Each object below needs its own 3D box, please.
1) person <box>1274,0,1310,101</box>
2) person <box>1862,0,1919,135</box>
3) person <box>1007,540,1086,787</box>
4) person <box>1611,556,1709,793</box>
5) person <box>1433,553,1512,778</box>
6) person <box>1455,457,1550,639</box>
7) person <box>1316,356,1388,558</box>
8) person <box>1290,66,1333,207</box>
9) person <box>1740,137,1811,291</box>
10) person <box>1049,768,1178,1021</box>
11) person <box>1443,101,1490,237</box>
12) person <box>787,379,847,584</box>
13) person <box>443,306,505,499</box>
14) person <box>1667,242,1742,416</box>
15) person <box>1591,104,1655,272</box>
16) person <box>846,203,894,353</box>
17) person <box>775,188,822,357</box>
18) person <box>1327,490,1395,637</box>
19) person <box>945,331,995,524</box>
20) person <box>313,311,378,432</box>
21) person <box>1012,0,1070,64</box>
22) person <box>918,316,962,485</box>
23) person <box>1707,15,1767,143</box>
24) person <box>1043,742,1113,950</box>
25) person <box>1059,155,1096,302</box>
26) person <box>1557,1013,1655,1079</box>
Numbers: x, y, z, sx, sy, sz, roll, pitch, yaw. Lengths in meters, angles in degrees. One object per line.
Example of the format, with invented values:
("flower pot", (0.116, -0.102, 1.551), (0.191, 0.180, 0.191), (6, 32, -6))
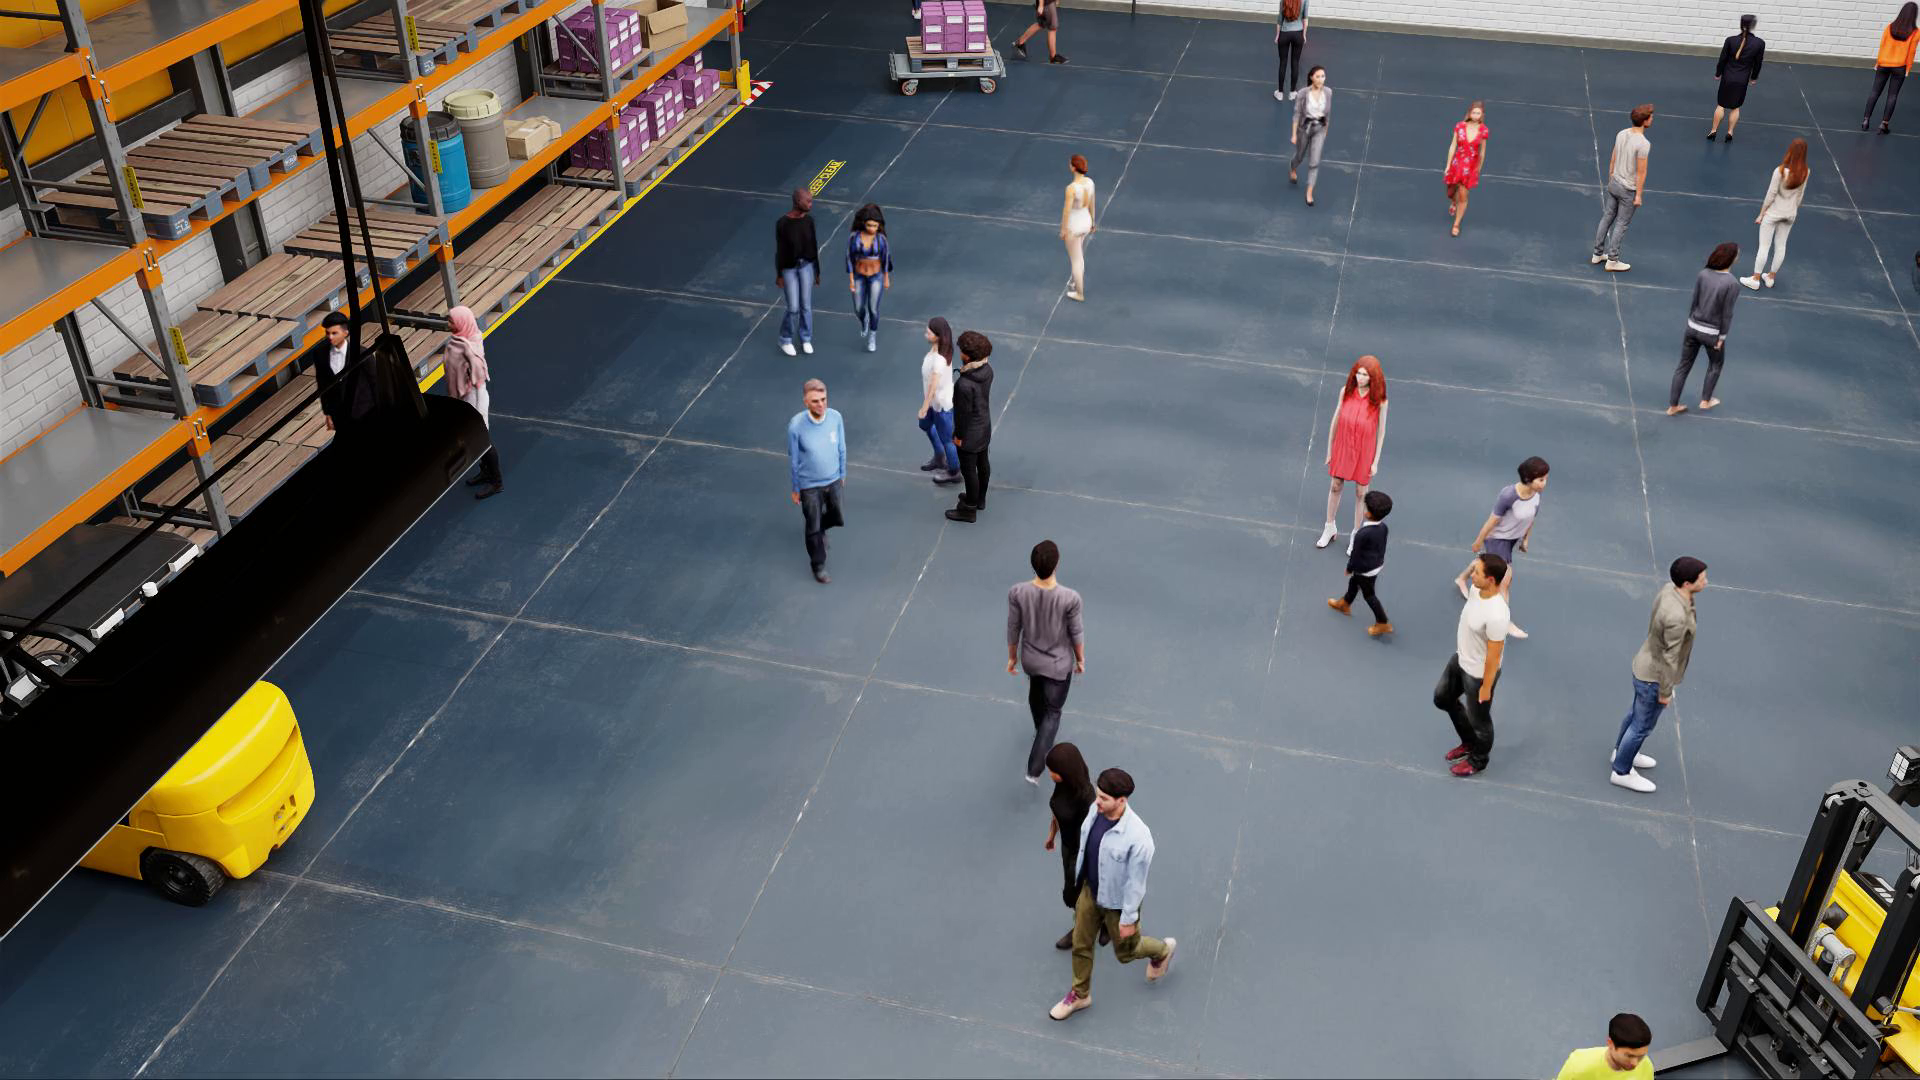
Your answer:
("person", (4.668, -7.095, 23.469), (0.612, 1.742, 0.561), (4, 34, 6))
("person", (12.520, -6.343, 22.330), (0.726, 1.749, 0.709), (-27, 42, -34))
("person", (0.575, 0.861, 11.427), (0.775, 1.822, 1.166), (13, 36, 19))
("person", (4.743, 0.891, 11.345), (0.762, 1.863, 0.522), (11, 35, 15))
("person", (3.641, 0.855, 11.468), (0.906, 1.787, 0.751), (-7, 34, -10))
("person", (4.208, -0.040, 13.069), (1.055, 1.505, 1.075), (-19, 38, -26))
("person", (3.268, -0.709, 13.784), (0.643, 1.828, 0.595), (18, 38, 25))
("person", (4.269, -5.001, 20.401), (0.847, 1.650, 1.142), (-2, 34, -3))
("person", (8.969, -3.565, 18.182), (0.670, 1.715, 0.675), (-4, 34, -7))
("person", (0.952, 2.048, 9.673), (1.204, 1.788, 1.098), (-21, 39, -28))
("person", (5.949, -4.409, 19.573), (0.625, 1.582, 0.814), (12, 36, 18))
("person", (-1.187, -0.539, 13.551), (0.921, 1.802, 0.993), (-14, 36, -21))
("person", (-4.262, -1.223, 14.578), (0.794, 1.804, 0.736), (-18, 38, -25))
("person", (7.002, -1.961, 15.737), (0.931, 1.752, 0.843), (-25, 41, -33))
("person", (7.433, -3.953, 18.602), (0.809, 1.896, 0.705), (-12, 36, -18))
("person", (-0.936, -2.694, 16.969), (0.701, 1.609, 0.748), (3, 34, 4))
("person", (-1.667, -2.763, 16.970), (0.740, 1.721, 0.812), (-15, 36, -21))
("person", (3.230, 0.198, 12.980), (0.842, 1.207, 0.875), (29, 43, 36))
("person", (0.114, -0.977, 14.229), (0.727, 1.781, 0.607), (16, 37, 22))
("person", (-5.219, -1.118, 14.349), (0.738, 1.884, 0.620), (2, 34, 3))
("person", (1.191, -8.061, 24.837), (0.798, 1.837, 1.087), (5, 34, 7))
("person", (-0.075, -1.188, 14.651), (0.727, 1.666, 0.624), (2, 34, 3))
("person", (10.277, -6.111, 22.053), (0.707, 1.671, 0.628), (11, 35, 16))
("person", (0.796, 1.845, 10.134), (0.880, 1.614, 0.826), (-17, 37, -24))
("person", (1.335, -3.337, 17.914), (0.675, 1.632, 0.758), (-28, 43, -36))
("person", (3.165, 2.927, 8.472), (0.976, 1.652, 1.212), (-6, 34, -10))
